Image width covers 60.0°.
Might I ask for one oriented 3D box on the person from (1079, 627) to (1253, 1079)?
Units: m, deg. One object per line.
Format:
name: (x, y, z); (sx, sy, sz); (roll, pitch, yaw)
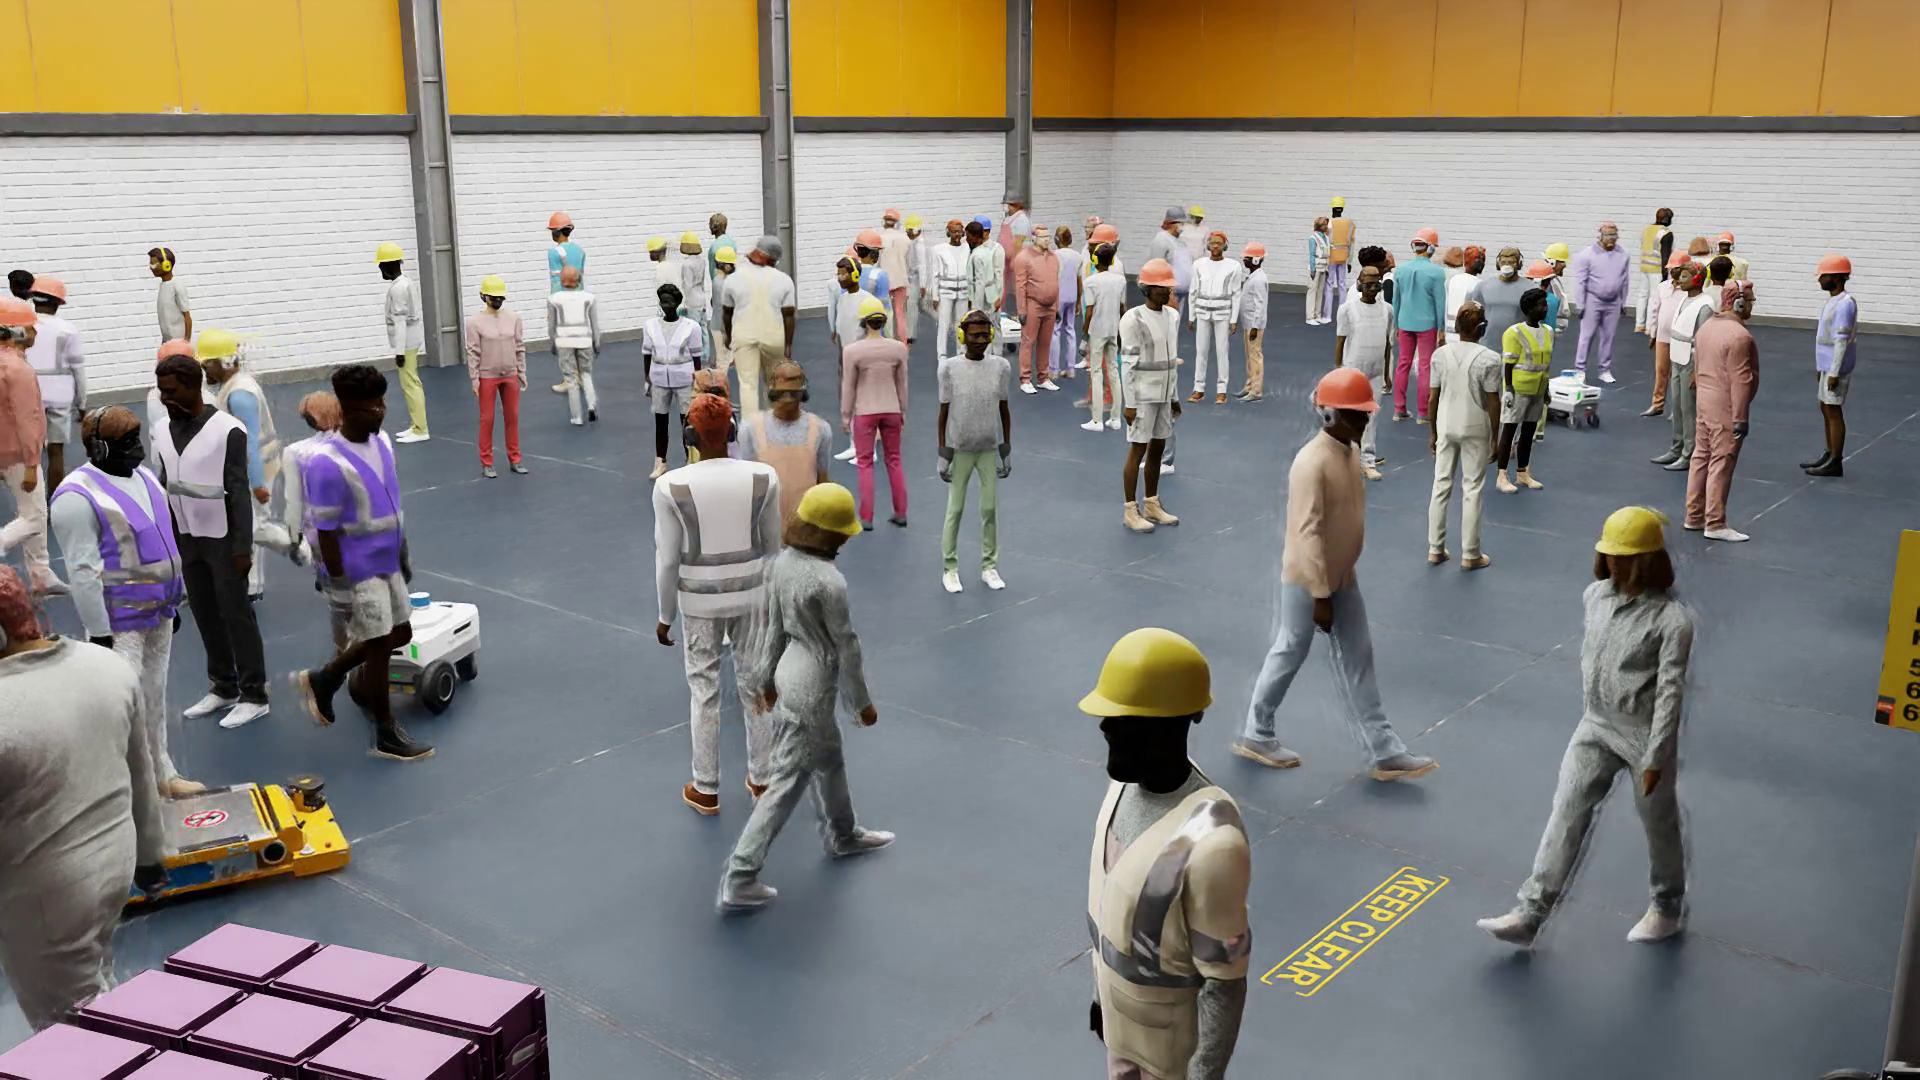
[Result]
person: (0.450, 1.130, 3.886); (0.378, 1.928, 0.585); (-4, 15, -16)

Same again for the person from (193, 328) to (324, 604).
person: (-4.409, -0.456, 10.514); (0.708, 1.799, 0.610); (-8, 16, -28)

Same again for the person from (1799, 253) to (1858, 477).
person: (7.562, -1.519, 14.487); (0.412, 1.929, 0.548); (4, 15, 17)

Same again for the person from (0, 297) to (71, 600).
person: (-6.004, -0.518, 10.403); (0.637, 1.973, 0.726); (12, 19, 41)

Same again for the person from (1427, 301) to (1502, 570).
person: (3.454, -0.711, 11.411); (0.508, 1.846, 0.345); (11, 18, 37)

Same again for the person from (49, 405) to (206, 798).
person: (-3.618, 0.325, 7.277); (0.430, 1.845, 0.619); (1, 14, 5)

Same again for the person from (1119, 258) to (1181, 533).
person: (1.457, -1.084, 12.502); (0.373, 2.043, 0.614); (13, 19, 43)

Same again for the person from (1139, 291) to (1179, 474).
person: (1.753, -1.395, 14.568); (0.280, 1.636, 0.500); (-3, 14, -10)

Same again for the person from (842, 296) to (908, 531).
person: (-0.647, -0.954, 12.557); (0.522, 1.761, 0.341); (-6, 15, -24)

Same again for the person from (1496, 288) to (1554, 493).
person: (4.710, -1.243, 13.832); (0.533, 1.700, 0.319); (-8, 16, -28)

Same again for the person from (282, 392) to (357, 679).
person: (-3.430, -0.029, 9.192); (0.546, 1.583, 0.843); (-6, 15, -23)

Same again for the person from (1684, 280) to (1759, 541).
person: (5.646, -0.955, 12.263); (0.410, 1.909, 0.642); (-1, 14, -3)

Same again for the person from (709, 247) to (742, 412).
person: (-2.487, -2.230, 17.667); (0.342, 1.756, 0.532); (-2, 14, -6)

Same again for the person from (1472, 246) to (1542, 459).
person: (4.968, -1.716, 15.237); (0.631, 1.940, 0.372); (6, 15, 22)

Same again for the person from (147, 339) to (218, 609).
person: (-4.854, -0.382, 10.331); (0.598, 1.722, 0.533); (5, 15, 18)

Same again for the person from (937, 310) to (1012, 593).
person: (0.093, -0.576, 10.855); (0.505, 1.860, 0.321); (-4, 15, -14)

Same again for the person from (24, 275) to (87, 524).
person: (-6.999, -1.073, 12.770); (0.598, 1.887, 0.486); (-4, 14, -14)

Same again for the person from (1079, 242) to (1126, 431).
person: (1.421, -2.020, 16.593); (0.523, 1.870, 0.317); (-8, 16, -28)

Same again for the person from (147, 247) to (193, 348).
person: (-7.584, -1.888, 16.078); (0.534, 1.864, 0.310); (13, 19, 42)

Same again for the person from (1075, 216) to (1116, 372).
person: (1.648, -3.039, 20.592); (0.409, 1.908, 0.647); (-6, 15, -23)

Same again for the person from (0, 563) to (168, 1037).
person: (-2.529, 0.971, 4.629); (0.547, 1.875, 0.669); (3, 14, 10)

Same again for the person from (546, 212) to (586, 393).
person: (-4.509, -2.703, 18.972); (0.379, 2.041, 0.616); (5, 15, 19)

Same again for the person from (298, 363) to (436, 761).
person: (-2.912, 0.110, 7.943); (0.687, 1.938, 0.651); (2, 14, 8)

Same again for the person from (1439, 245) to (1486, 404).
person: (4.912, -1.917, 16.174); (0.355, 1.880, 0.569); (-6, 15, -23)

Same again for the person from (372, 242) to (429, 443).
person: (-5.380, -1.894, 16.006); (0.401, 1.916, 0.585); (-3, 14, -13)

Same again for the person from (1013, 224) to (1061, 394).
person: (0.914, -2.637, 18.985); (0.639, 1.909, 0.409); (-12, 18, -40)

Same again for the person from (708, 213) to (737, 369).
person: (-2.967, -3.106, 20.792); (0.370, 1.940, 0.627); (2, 14, 9)

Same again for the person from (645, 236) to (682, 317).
person: (-3.437, -2.677, 19.471); (0.485, 1.734, 0.556); (2, 14, 8)

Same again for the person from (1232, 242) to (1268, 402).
person: (3.219, -2.405, 18.368); (0.326, 1.752, 0.560); (0, 14, 0)

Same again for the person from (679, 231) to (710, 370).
person: (-3.272, -2.897, 20.357); (0.295, 1.744, 0.484); (4, 15, 16)

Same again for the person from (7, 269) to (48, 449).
person: (-8.727, -1.707, 15.713); (0.321, 1.685, 0.542); (-5, 15, -18)

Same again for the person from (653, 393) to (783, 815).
person: (-1.058, 0.286, 7.344); (0.574, 1.887, 0.355); (-6, 15, -23)

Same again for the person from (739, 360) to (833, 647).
person: (-0.947, -0.088, 8.988); (0.536, 1.821, 0.737); (-2, 14, -8)

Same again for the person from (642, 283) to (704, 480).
person: (-2.461, -1.346, 14.249); (0.529, 1.697, 0.321); (1, 14, 5)

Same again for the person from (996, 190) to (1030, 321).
person: (0.739, -4.395, 25.735); (0.805, 2.000, 0.698); (-6, 15, -22)

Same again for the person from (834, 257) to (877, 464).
person: (-0.953, -1.616, 15.017); (0.338, 1.857, 0.525); (-10, 17, -35)

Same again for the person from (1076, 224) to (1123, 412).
person: (1.517, -2.363, 17.727); (0.398, 1.993, 0.613); (-4, 15, -17)
